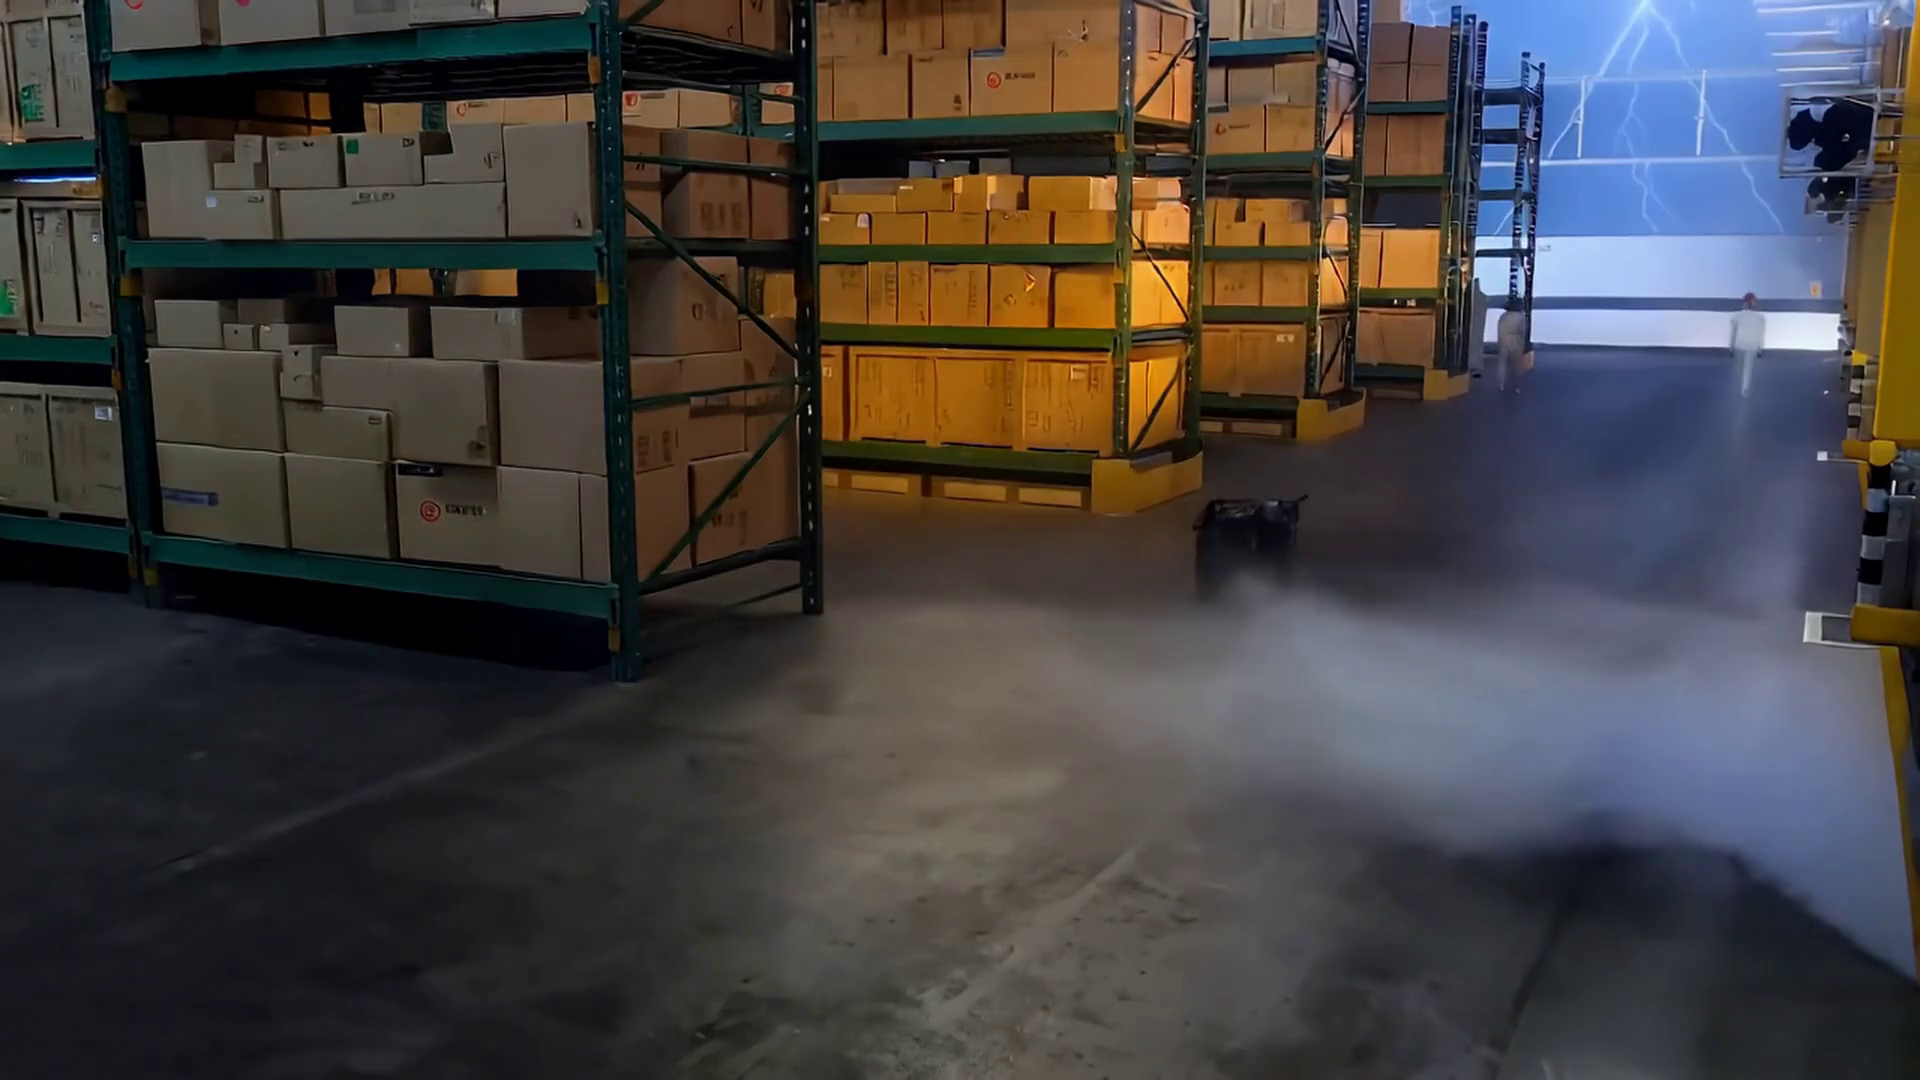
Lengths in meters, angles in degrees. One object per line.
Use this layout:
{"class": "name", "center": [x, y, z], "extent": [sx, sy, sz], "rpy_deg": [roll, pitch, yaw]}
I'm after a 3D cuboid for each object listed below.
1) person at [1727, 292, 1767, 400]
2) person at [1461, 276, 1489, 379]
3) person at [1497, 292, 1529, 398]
{"class": "person", "center": [12.597, -3.112, 26.652], "extent": [0.566, 1.714, 0.879], "rpy_deg": [5, 11, 27]}
{"class": "person", "center": [9.496, -3.937, 30.865], "extent": [0.651, 1.904, 0.401], "rpy_deg": [-8, 12, -38]}
{"class": "person", "center": [8.862, -3.124, 26.728], "extent": [0.488, 1.709, 0.806], "rpy_deg": [4, 11, 22]}
